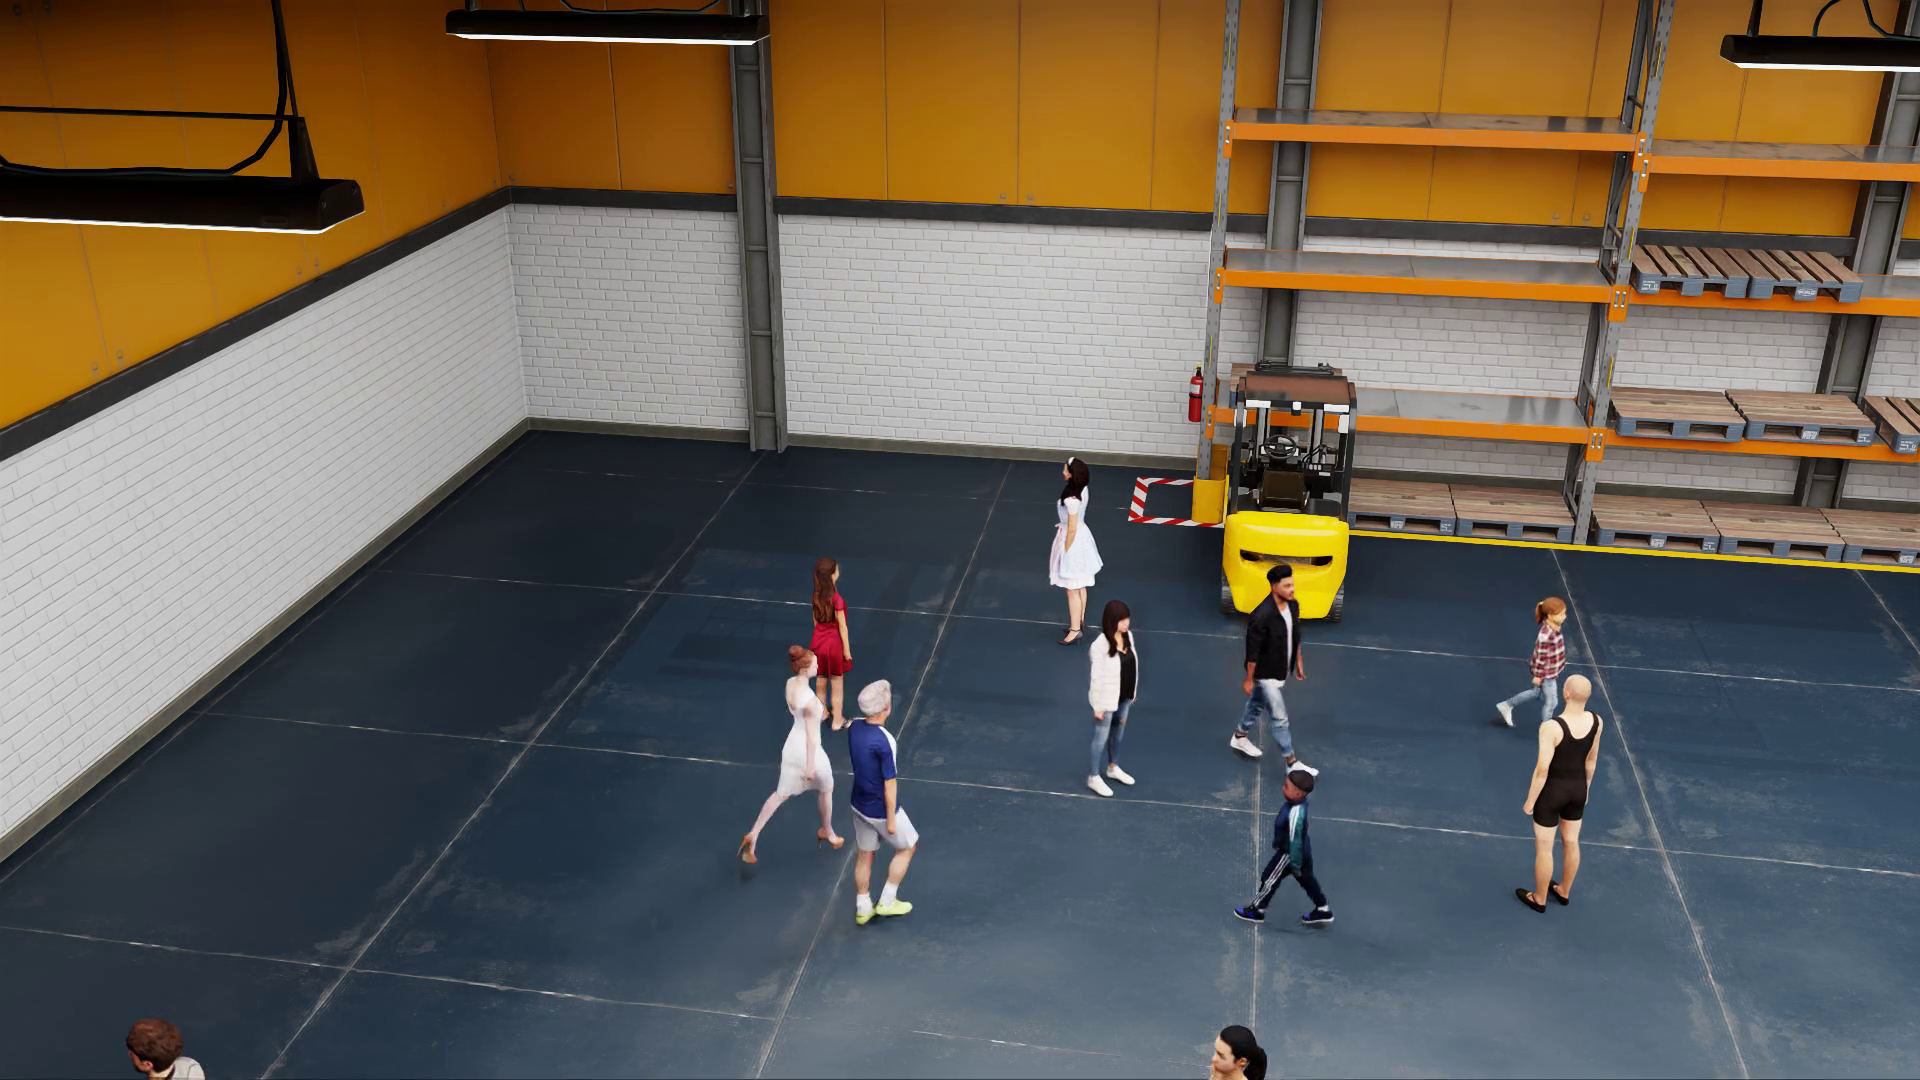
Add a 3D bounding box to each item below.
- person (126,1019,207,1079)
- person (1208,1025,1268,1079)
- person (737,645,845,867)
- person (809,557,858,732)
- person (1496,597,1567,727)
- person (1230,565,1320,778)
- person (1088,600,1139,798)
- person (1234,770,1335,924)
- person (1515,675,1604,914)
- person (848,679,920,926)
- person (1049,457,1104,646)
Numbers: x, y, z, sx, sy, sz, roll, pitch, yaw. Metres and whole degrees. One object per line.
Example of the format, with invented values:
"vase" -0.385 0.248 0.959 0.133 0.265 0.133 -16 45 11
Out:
"person" -3.722 3.170 8.216 1.269 1.854 0.876 -2 24 -4
"person" 1.422 3.164 8.411 1.002 1.709 0.829 -8 25 -17
"person" -1.225 1.590 11.949 1.135 1.758 1.049 -14 27 -29
"person" -1.086 0.853 13.895 0.668 1.551 0.727 21 31 39
"person" 4.790 1.044 13.784 0.922 1.290 0.709 13 27 28
"person" 2.418 0.999 13.286 1.246 1.771 1.099 21 31 39
"person" 1.177 1.203 12.990 0.716 1.635 0.741 -21 31 -40
"person" 2.339 2.126 11.384 0.925 1.229 0.590 8 25 17
"person" 4.165 1.752 11.508 0.623 1.816 0.769 -7 25 -16
"person" -0.639 1.836 11.314 0.860 1.817 0.785 -19 30 -37
"person" 1.041 0.104 15.277 0.753 1.816 0.728 7 25 16
